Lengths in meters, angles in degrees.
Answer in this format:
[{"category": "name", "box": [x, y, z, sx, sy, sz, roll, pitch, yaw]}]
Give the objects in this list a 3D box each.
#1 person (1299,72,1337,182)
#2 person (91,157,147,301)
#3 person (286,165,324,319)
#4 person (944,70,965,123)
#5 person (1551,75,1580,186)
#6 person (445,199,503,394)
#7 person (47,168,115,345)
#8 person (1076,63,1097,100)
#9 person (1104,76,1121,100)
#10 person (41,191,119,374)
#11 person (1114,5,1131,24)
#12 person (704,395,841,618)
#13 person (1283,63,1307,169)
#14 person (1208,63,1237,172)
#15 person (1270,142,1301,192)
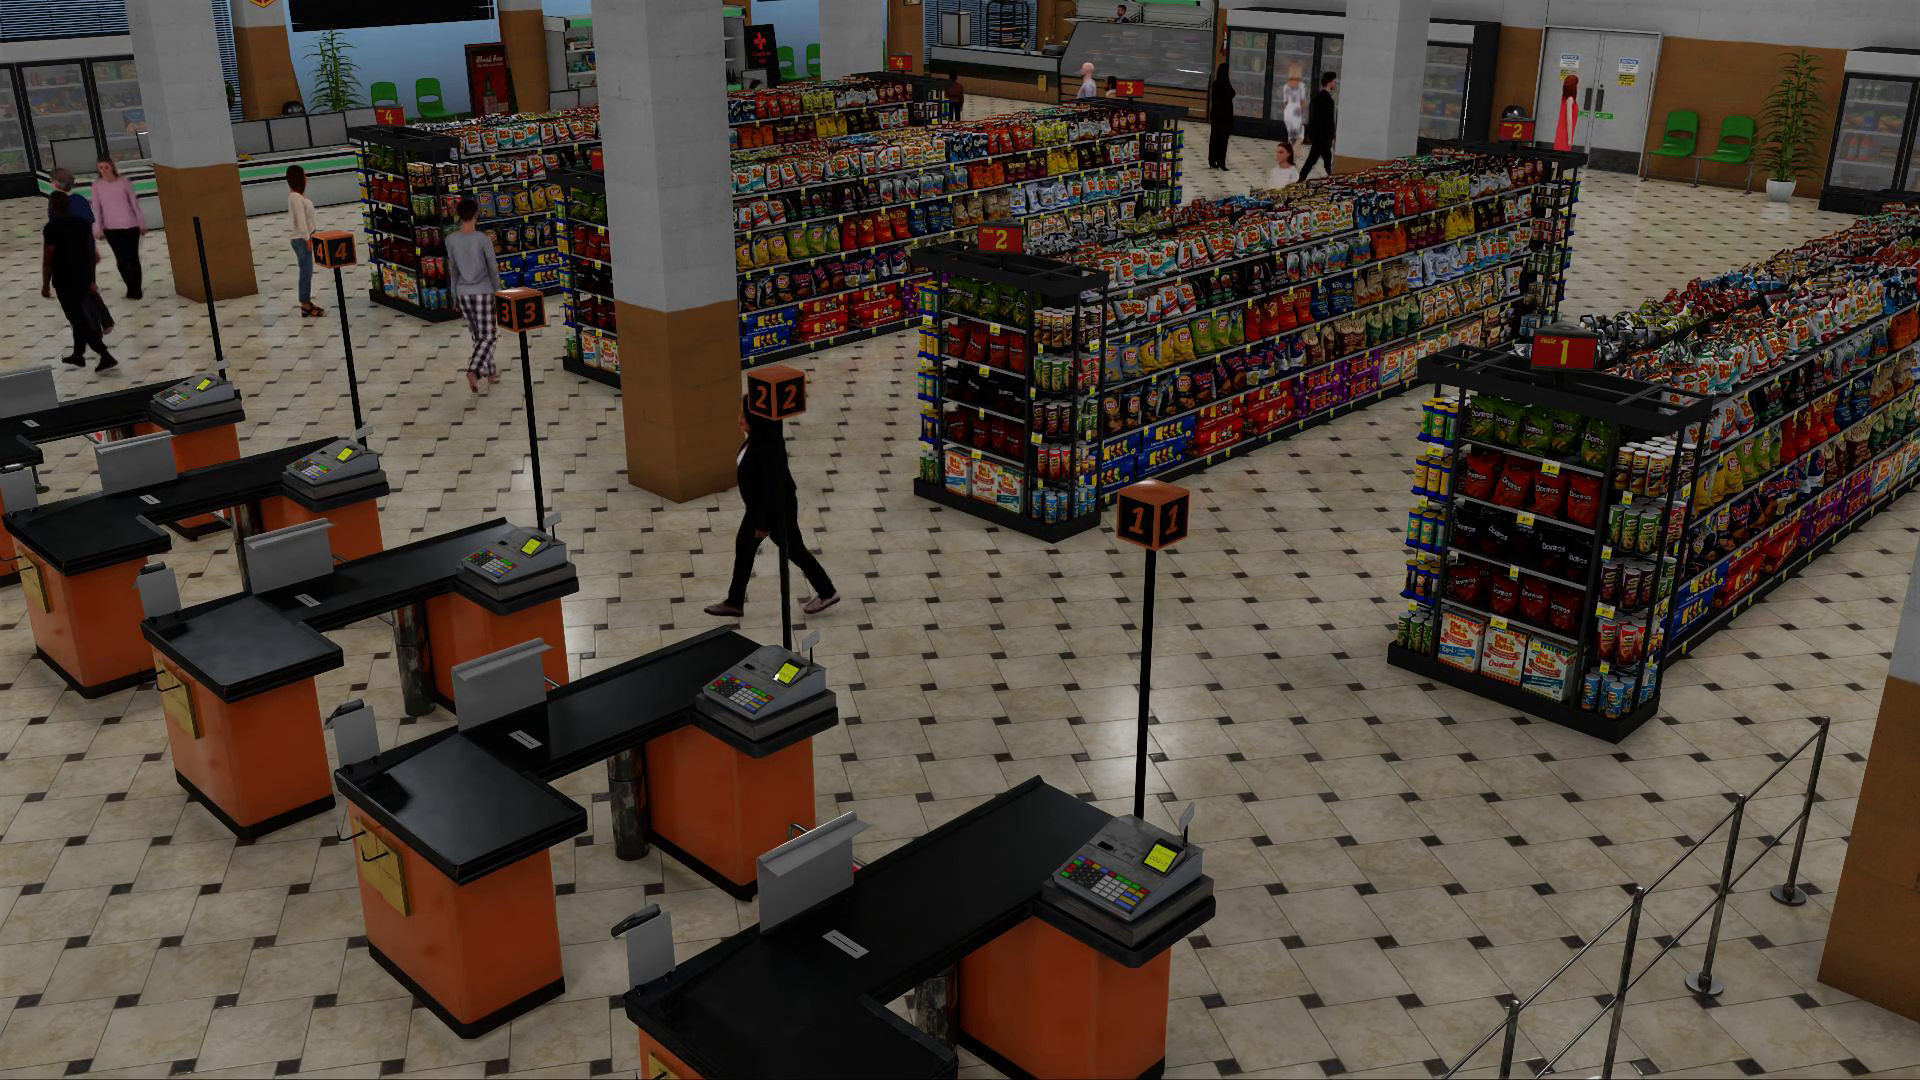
[{"category": "person", "box": [5.450, -6.186, 25.513, 1.286, 1.840, 1.181, -2, 22, -5]}, {"category": "person", "box": [-9.794, -3.653, 19.452, 0.907, 1.660, 0.928, -6, 23, -15]}, {"category": "person", "box": [-7.411, -3.366, 18.716, 0.674, 1.676, 0.682, -8, 23, -19]}, {"category": "person", "box": [-0.117, -8.231, 31.388, 0.592, 1.255, 0.649, 0, 22, 1]}, {"category": "person", "box": [9.319, -6.239, 25.662, 0.720, 1.828, 0.640, 2, 22, 5]}, {"category": "person", "box": [-4.637, -2.289, 15.846, 1.040, 1.818, 1.167, 3, 22, 7]}, {"category": "person", "box": [-9.172, -2.956, 17.451, 0.836, 1.858, 0.721, 10, 24, 23]}, {"category": "person", "box": [2.079, -6.884, 27.256, 0.821, 1.838, 0.731, 3, 22, 7]}, {"category": "person", "box": [2.364, -6.397, 26.156, 0.816, 1.754, 0.711, 4, 22, 10]}, {"category": "person", "box": [-8.735, -2.518, 16.449, 1.034, 1.792, 1.114, 7, 23, 17]}, {"category": "person", "box": [3.719, -11.423, 38.511, 0.566, 1.868, 0.611, -20, 30, -41]}, {"category": "person", "box": [-1.160, -0.200, 10.980, 1.229, 1.569, 0.959, -8, 23, -19]}, {"category": "person", "box": [5.557, -7.066, 27.857, 0.652, 1.727, 0.721, 20, 29, 40]}, {"category": "person", "box": [4.381, -7.107, 27.917, 0.728, 1.758, 0.744, -9, 24, -22]}, {"category": "person", "box": [4.014, -3.995, 20.321, 0.605, 1.647, 1.099, 20, 29, 40]}]
